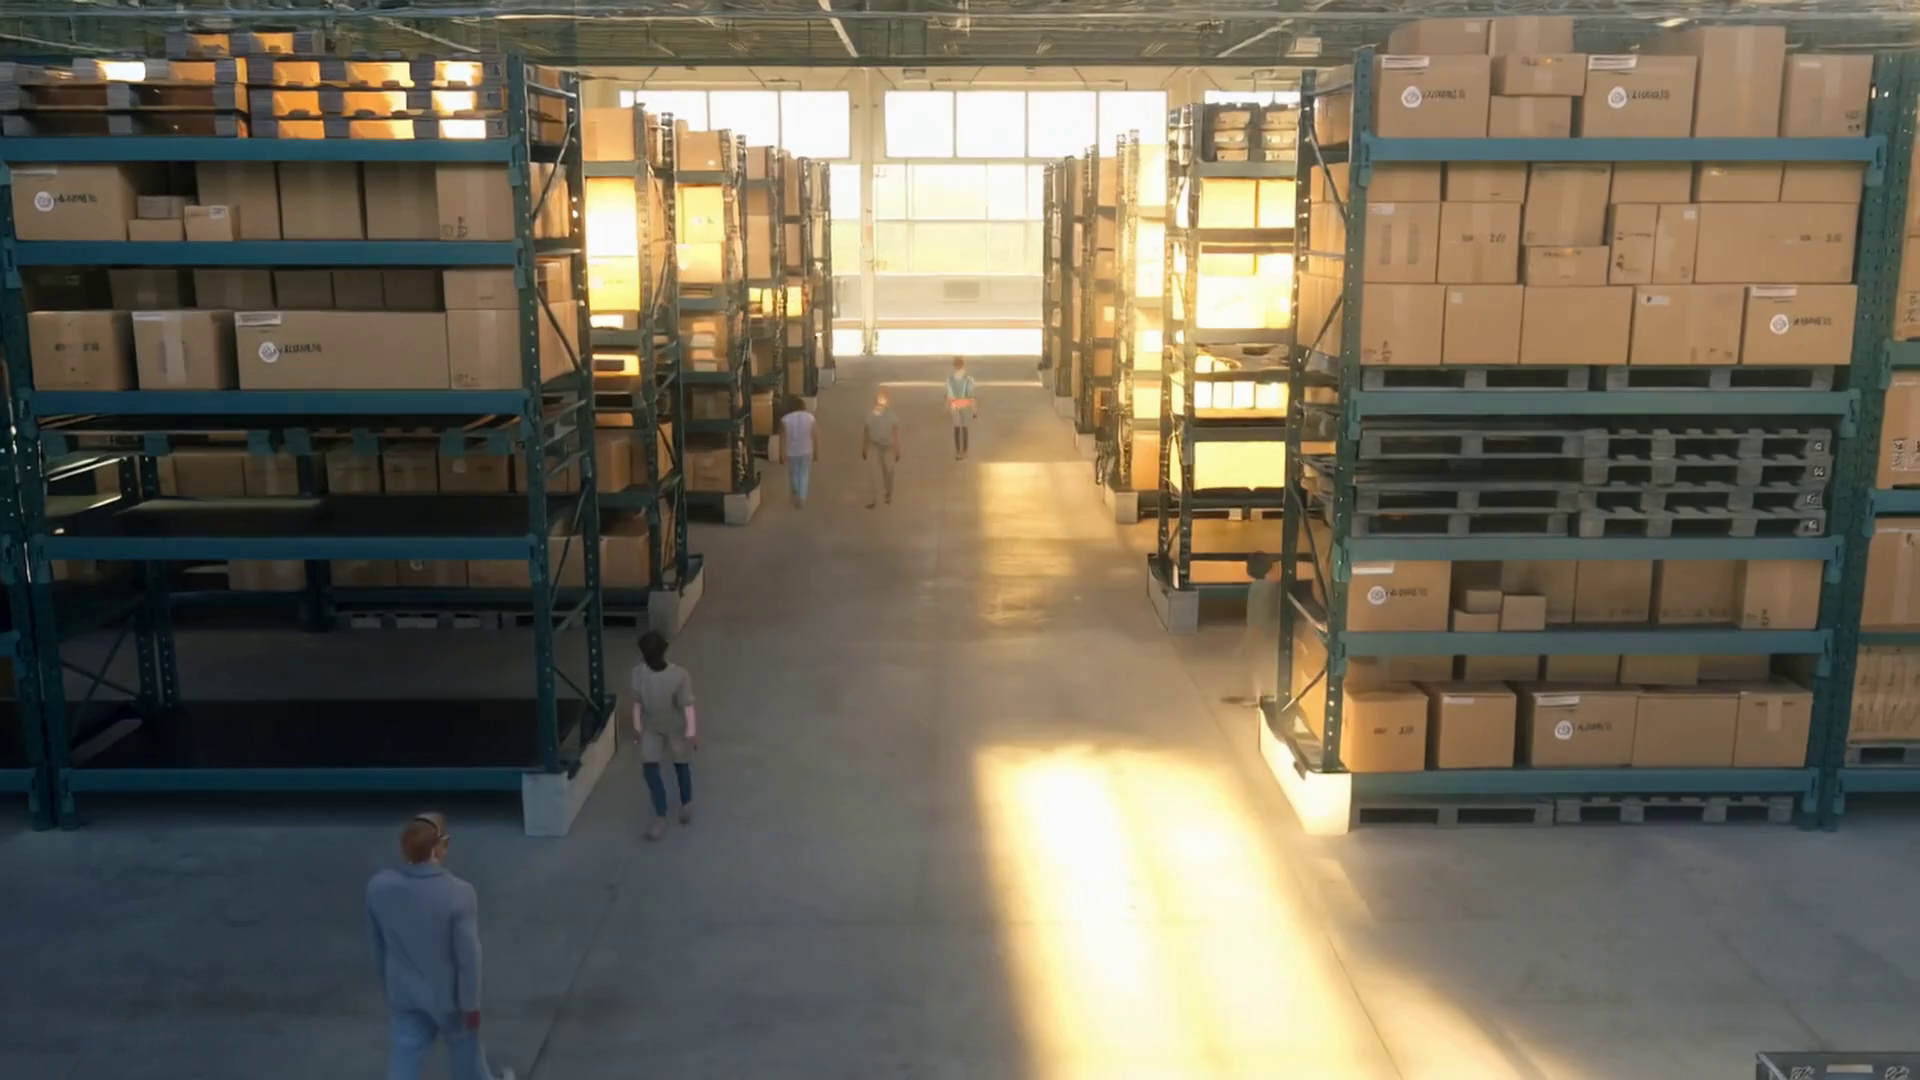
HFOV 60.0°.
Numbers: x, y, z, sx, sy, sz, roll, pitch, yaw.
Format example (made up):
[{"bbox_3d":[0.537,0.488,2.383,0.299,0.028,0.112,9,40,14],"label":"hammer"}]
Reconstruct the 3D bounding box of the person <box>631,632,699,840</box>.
[{"bbox_3d":[-2.338,1.526,13.146,0.610,1.649,0.701,3,12,15],"label":"person"}]

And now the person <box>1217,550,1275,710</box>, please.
[{"bbox_3d":[2.824,0.893,16.404,0.669,1.608,0.523,1,11,3],"label":"person"}]

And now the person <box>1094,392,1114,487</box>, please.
[{"bbox_3d":[2.560,-1.789,29.532,0.319,1.691,0.531,-6,13,-26],"label":"person"}]

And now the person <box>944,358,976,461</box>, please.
[{"bbox_3d":[-0.018,-2.528,32.364,0.638,2.021,0.608,3,12,12],"label":"person"}]

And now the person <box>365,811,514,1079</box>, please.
[{"bbox_3d":[-2.757,2.313,8.777,0.669,1.850,0.980,3,12,13],"label":"person"}]

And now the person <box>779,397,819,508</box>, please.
[{"bbox_3d":[-2.671,-1.469,27.629,0.648,1.814,0.805,-1,11,-3],"label":"person"}]

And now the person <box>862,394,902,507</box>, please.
[{"bbox_3d":[-1.310,-1.473,27.512,0.678,1.868,0.903,1,11,6],"label":"person"}]
